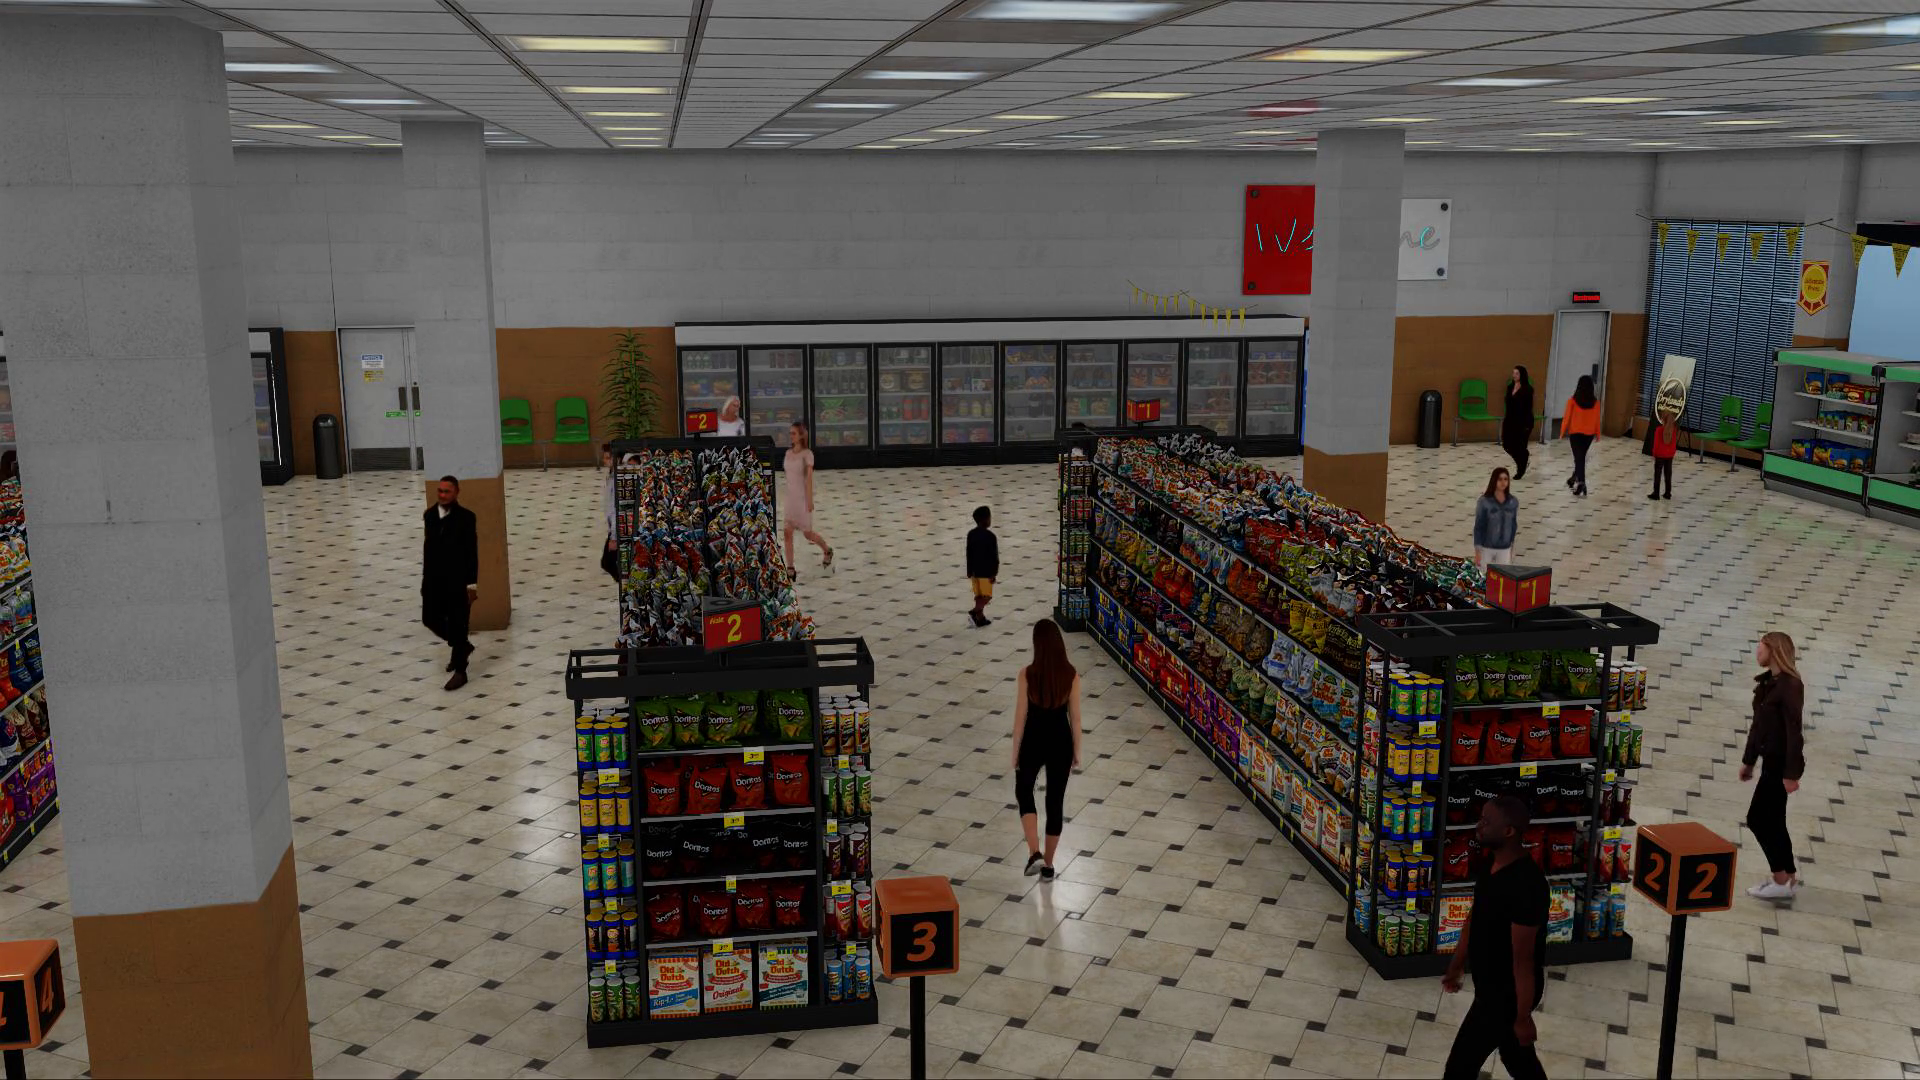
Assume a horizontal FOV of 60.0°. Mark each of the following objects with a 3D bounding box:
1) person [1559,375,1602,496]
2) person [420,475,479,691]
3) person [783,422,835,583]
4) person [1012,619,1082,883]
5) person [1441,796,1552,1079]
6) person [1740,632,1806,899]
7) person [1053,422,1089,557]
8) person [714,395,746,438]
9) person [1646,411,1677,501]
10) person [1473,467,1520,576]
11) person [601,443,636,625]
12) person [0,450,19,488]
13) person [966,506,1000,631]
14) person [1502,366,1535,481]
[{"bbox_3d":[9.030,-1.479,24.046,0.742,1.707,1.070,-2,12,-8],"label":"person"},{"bbox_3d":[-4.539,0.345,14.918,0.980,1.898,1.059,4,13,18],"label":"person"},{"bbox_3d":[-1.744,-0.422,18.787,1.045,1.805,1.063,9,15,38],"label":"person"},{"bbox_3d":[0.545,1.367,10.505,0.645,1.717,0.776,0,12,-2],"label":"person"},{"bbox_3d":[2.476,2.010,7.308,0.966,1.775,1.173,1,12,6],"label":"person"},{"bbox_3d":[5.114,1.434,10.321,0.845,1.662,0.677,0,12,-2],"label":"person"},{"bbox_3d":[1.489,-0.572,19.861,1.091,1.656,0.980,11,16,41],"label":"person"},{"bbox_3d":[-3.107,-1.066,22.079,0.595,1.709,0.693,-1,12,-5],"label":"person"},{"bbox_3d":[10.108,-1.222,23.849,0.496,1.284,0.500,-1,12,-6],"label":"person"},{"bbox_3d":[5.276,0.112,16.586,0.727,1.666,1.163,0,12,-2],"label":"person"},{"bbox_3d":[-3.326,-0.071,16.877,0.814,1.906,0.627,-3,12,-14],"label":"person"},{"bbox_3d":[-10.042,-0.100,17.587,0.957,1.670,0.956,-11,16,-41],"label":"person"},{"bbox_3d":[0.181,0.297,16.691,0.736,1.261,0.795,8,14,34],"label":"person"},{"bbox_3d":[8.622,-1.788,25.439,0.856,1.737,0.793,-6,14,-28],"label":"person"}]
